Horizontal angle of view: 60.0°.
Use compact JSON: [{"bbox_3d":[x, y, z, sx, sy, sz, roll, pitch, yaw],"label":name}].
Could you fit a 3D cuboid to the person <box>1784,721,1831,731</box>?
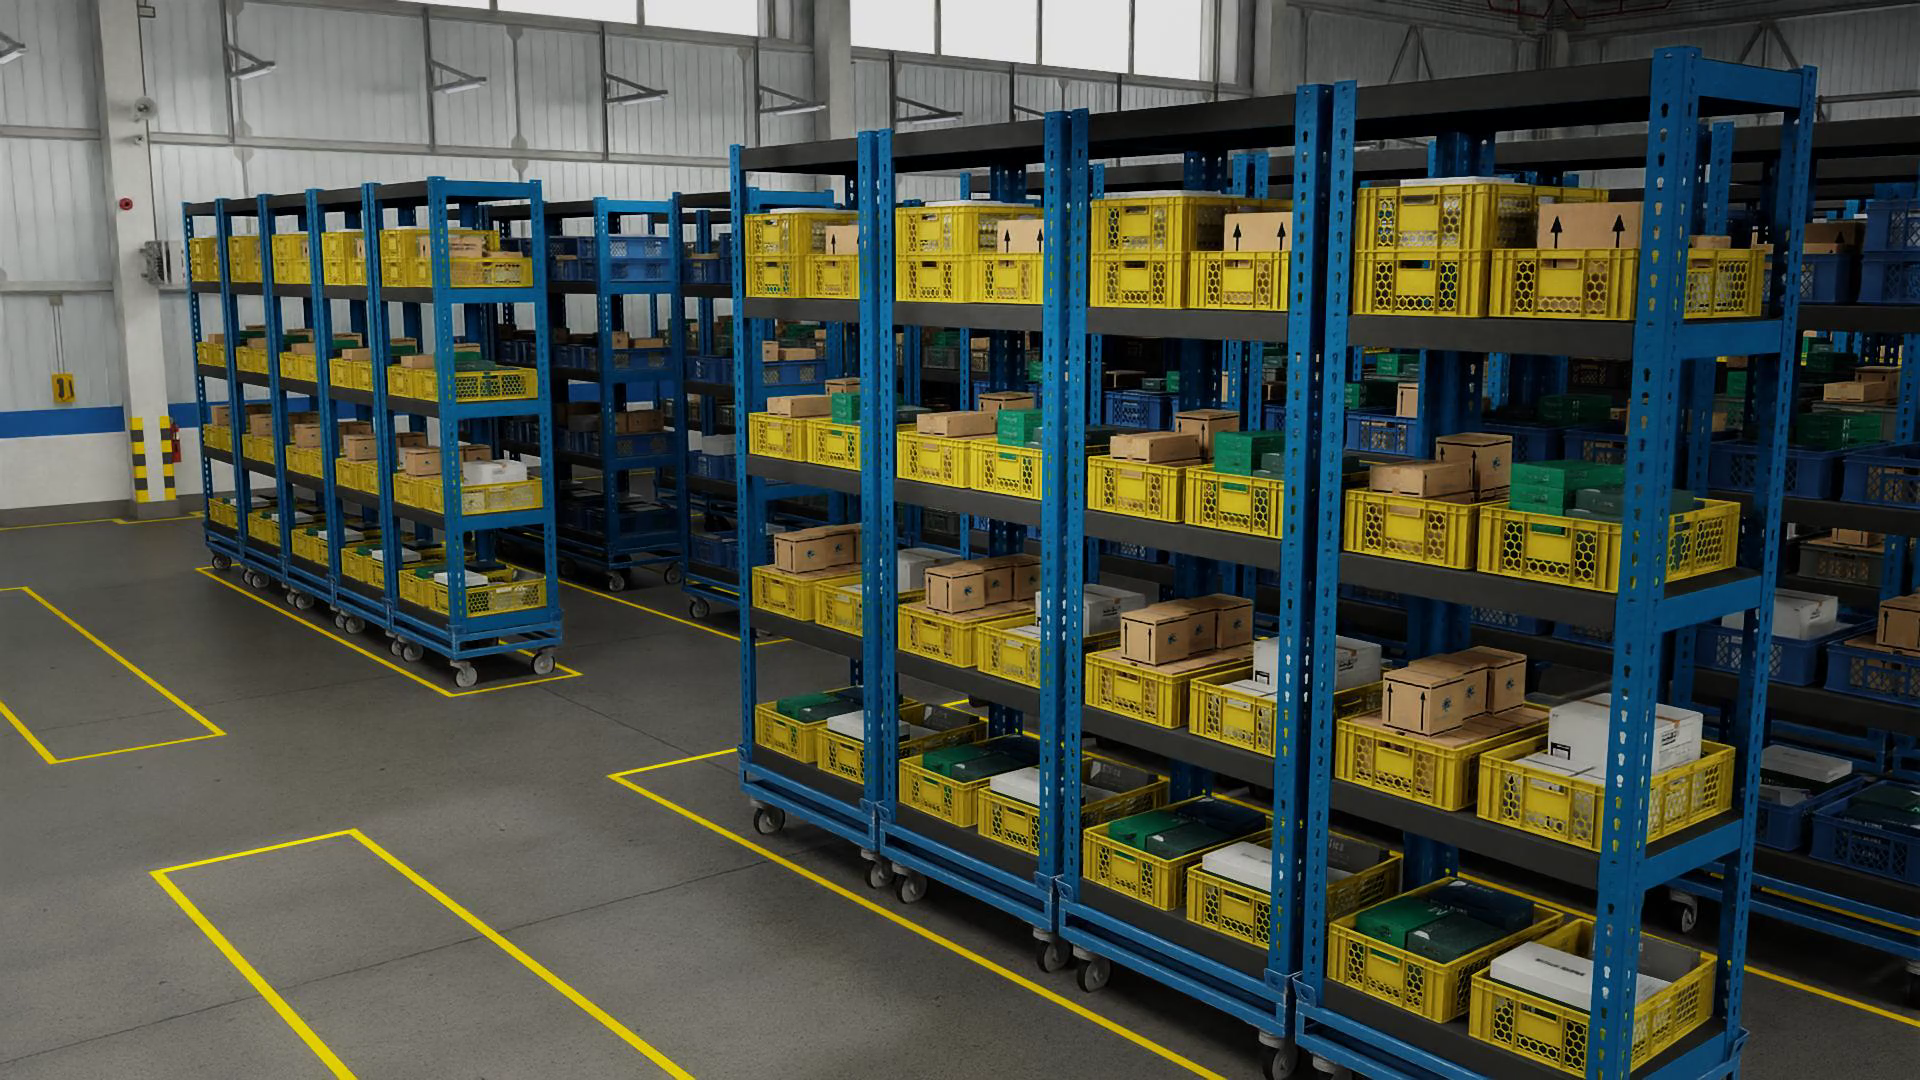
[{"bbox_3d":[5.381,0.233,10.985,0.615,1.946,0.995,-9,13,-44],"label":"person"}]
